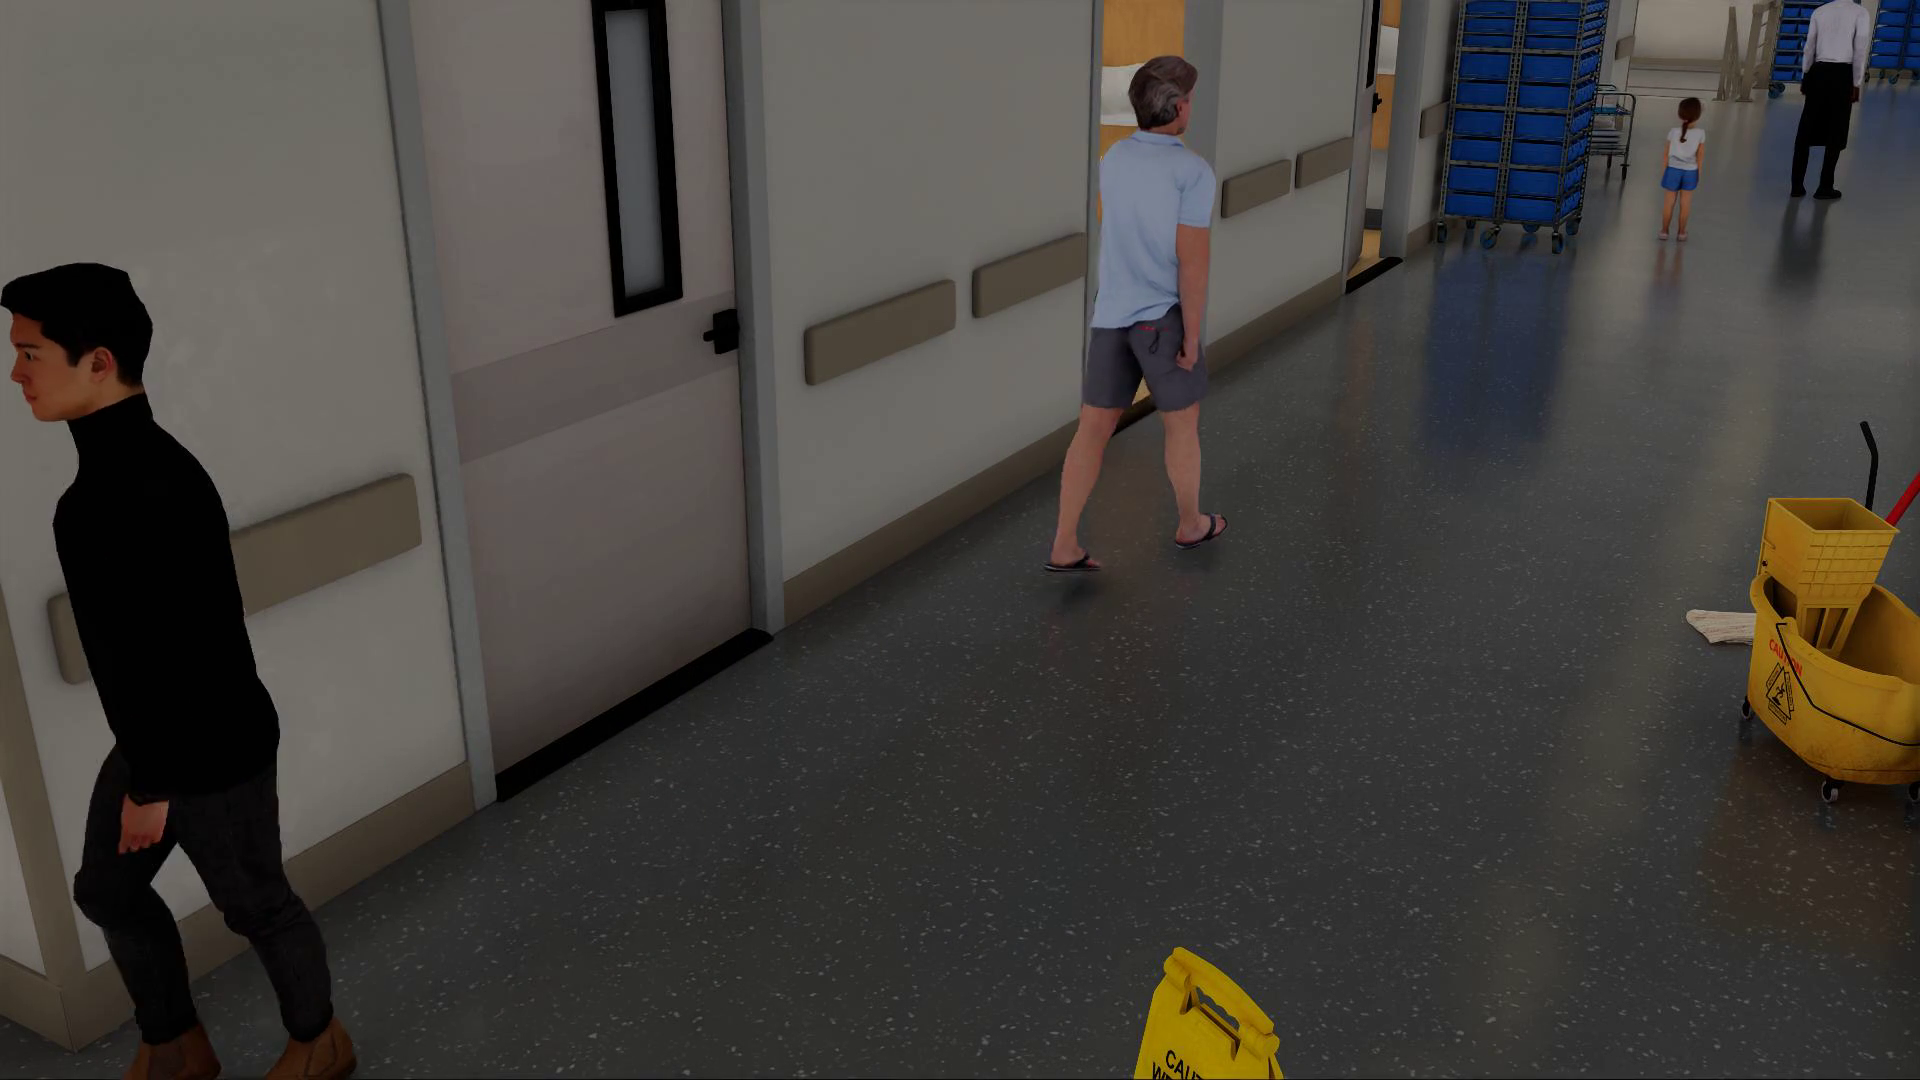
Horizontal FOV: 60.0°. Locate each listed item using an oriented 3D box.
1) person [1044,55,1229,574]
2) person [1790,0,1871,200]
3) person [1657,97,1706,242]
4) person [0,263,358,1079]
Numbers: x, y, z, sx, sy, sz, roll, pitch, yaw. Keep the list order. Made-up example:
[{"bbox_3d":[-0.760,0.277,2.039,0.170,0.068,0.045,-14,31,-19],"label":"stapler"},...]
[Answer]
[{"bbox_3d":[0.568,-0.714,5.761,0.782,1.793,1.192,17,26,37],"label":"person"},{"bbox_3d":[7.208,-3.776,13.785,0.642,1.836,0.698,-18,27,-39],"label":"person"},{"bbox_3d":[5.239,-2.689,12.066,0.423,1.019,0.445,10,23,25],"label":"person"},{"bbox_3d":[-1.380,0.330,3.125,0.831,1.708,0.761,-19,28,-41],"label":"person"}]
